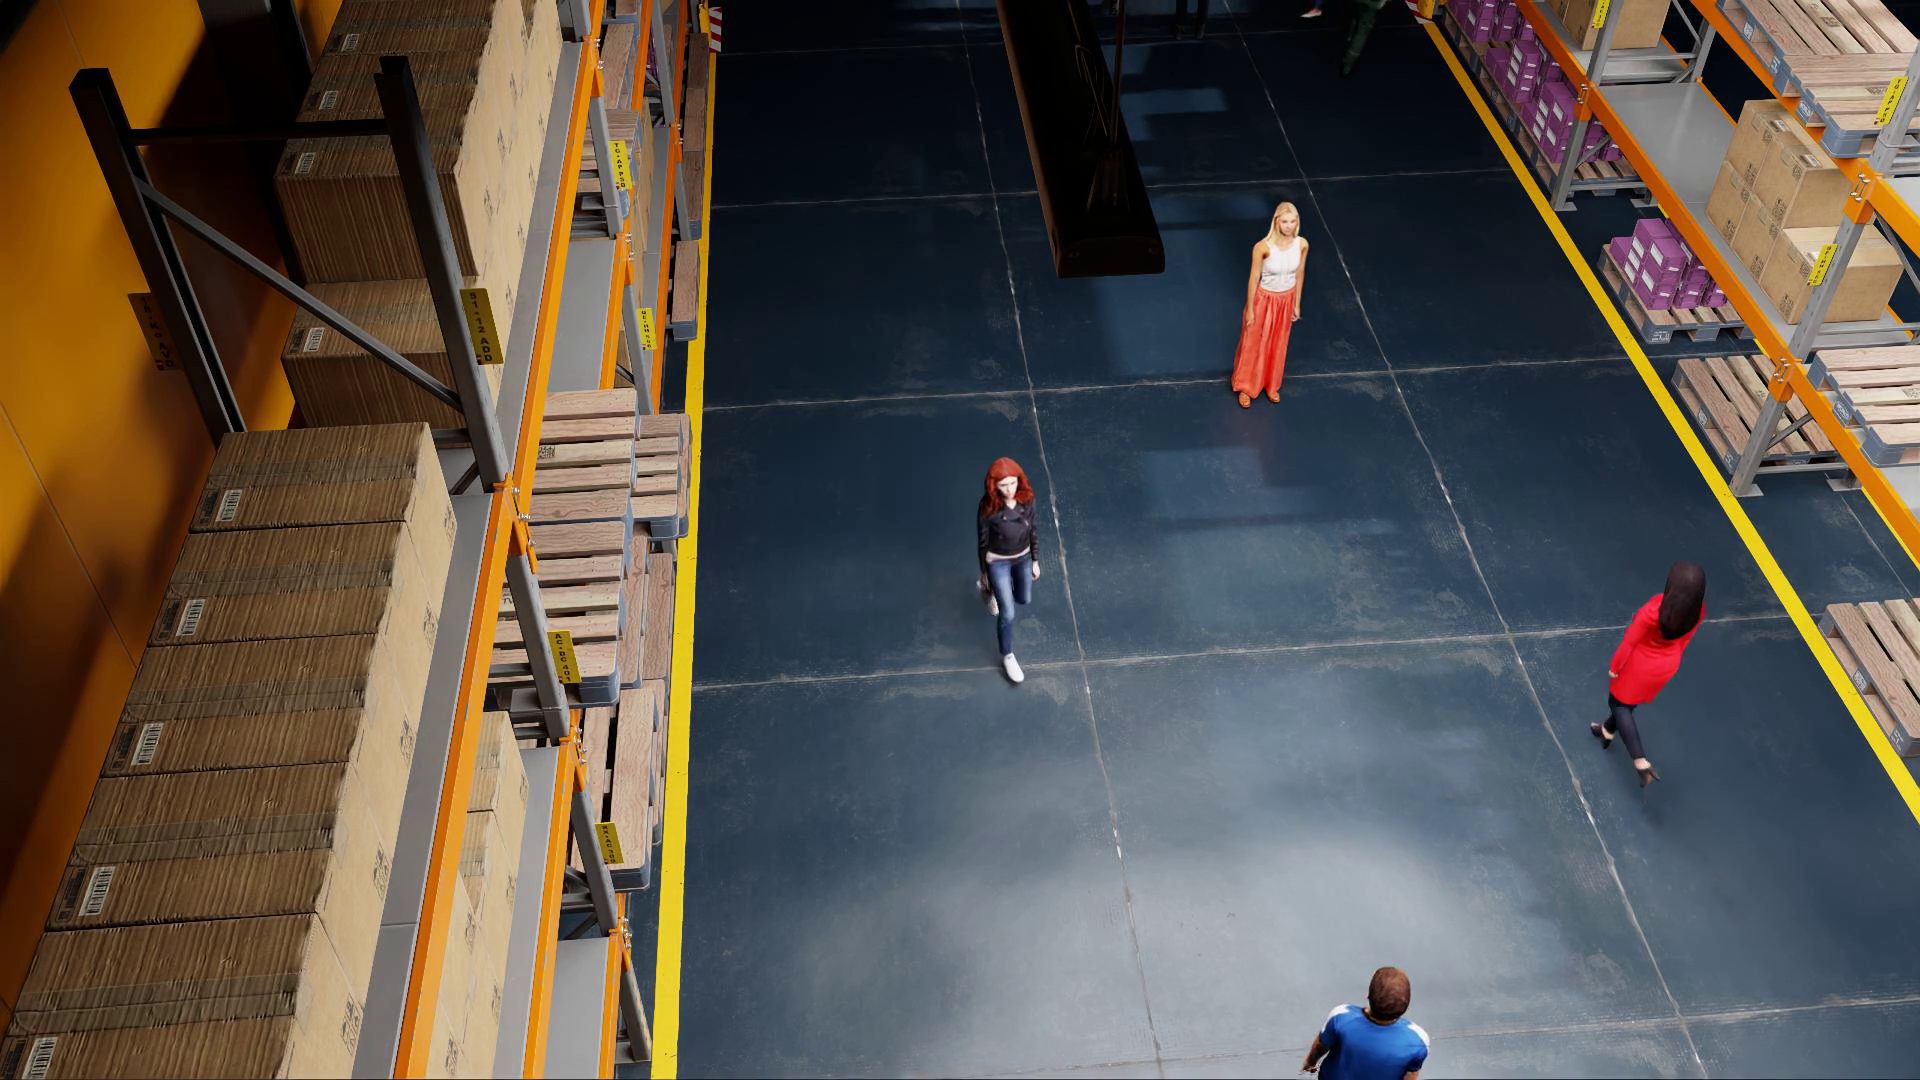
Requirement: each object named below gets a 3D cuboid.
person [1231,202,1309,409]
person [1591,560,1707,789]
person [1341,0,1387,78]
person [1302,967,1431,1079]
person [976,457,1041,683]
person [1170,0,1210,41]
[{"bbox_3d":[2.421,-1.839,12.935,0.657,1.803,0.622,-10,45,-10],"label":"person"},{"bbox_3d":[4.239,0.836,10.180,0.703,1.731,0.966,-9,44,-10],"label":"person"},{"bbox_3d":[4.104,-5.528,16.803,0.821,1.809,0.871,23,48,22],"label":"person"},{"bbox_3d":[1.919,2.748,8.108,0.911,1.820,1.285,8,44,8],"label":"person"},{"bbox_3d":[0.279,0.115,10.915,0.813,1.760,1.056,-18,47,-18],"label":"person"},{"bbox_3d":[2.477,-6.106,17.429,0.637,1.781,0.622,0,44,0],"label":"person"}]
